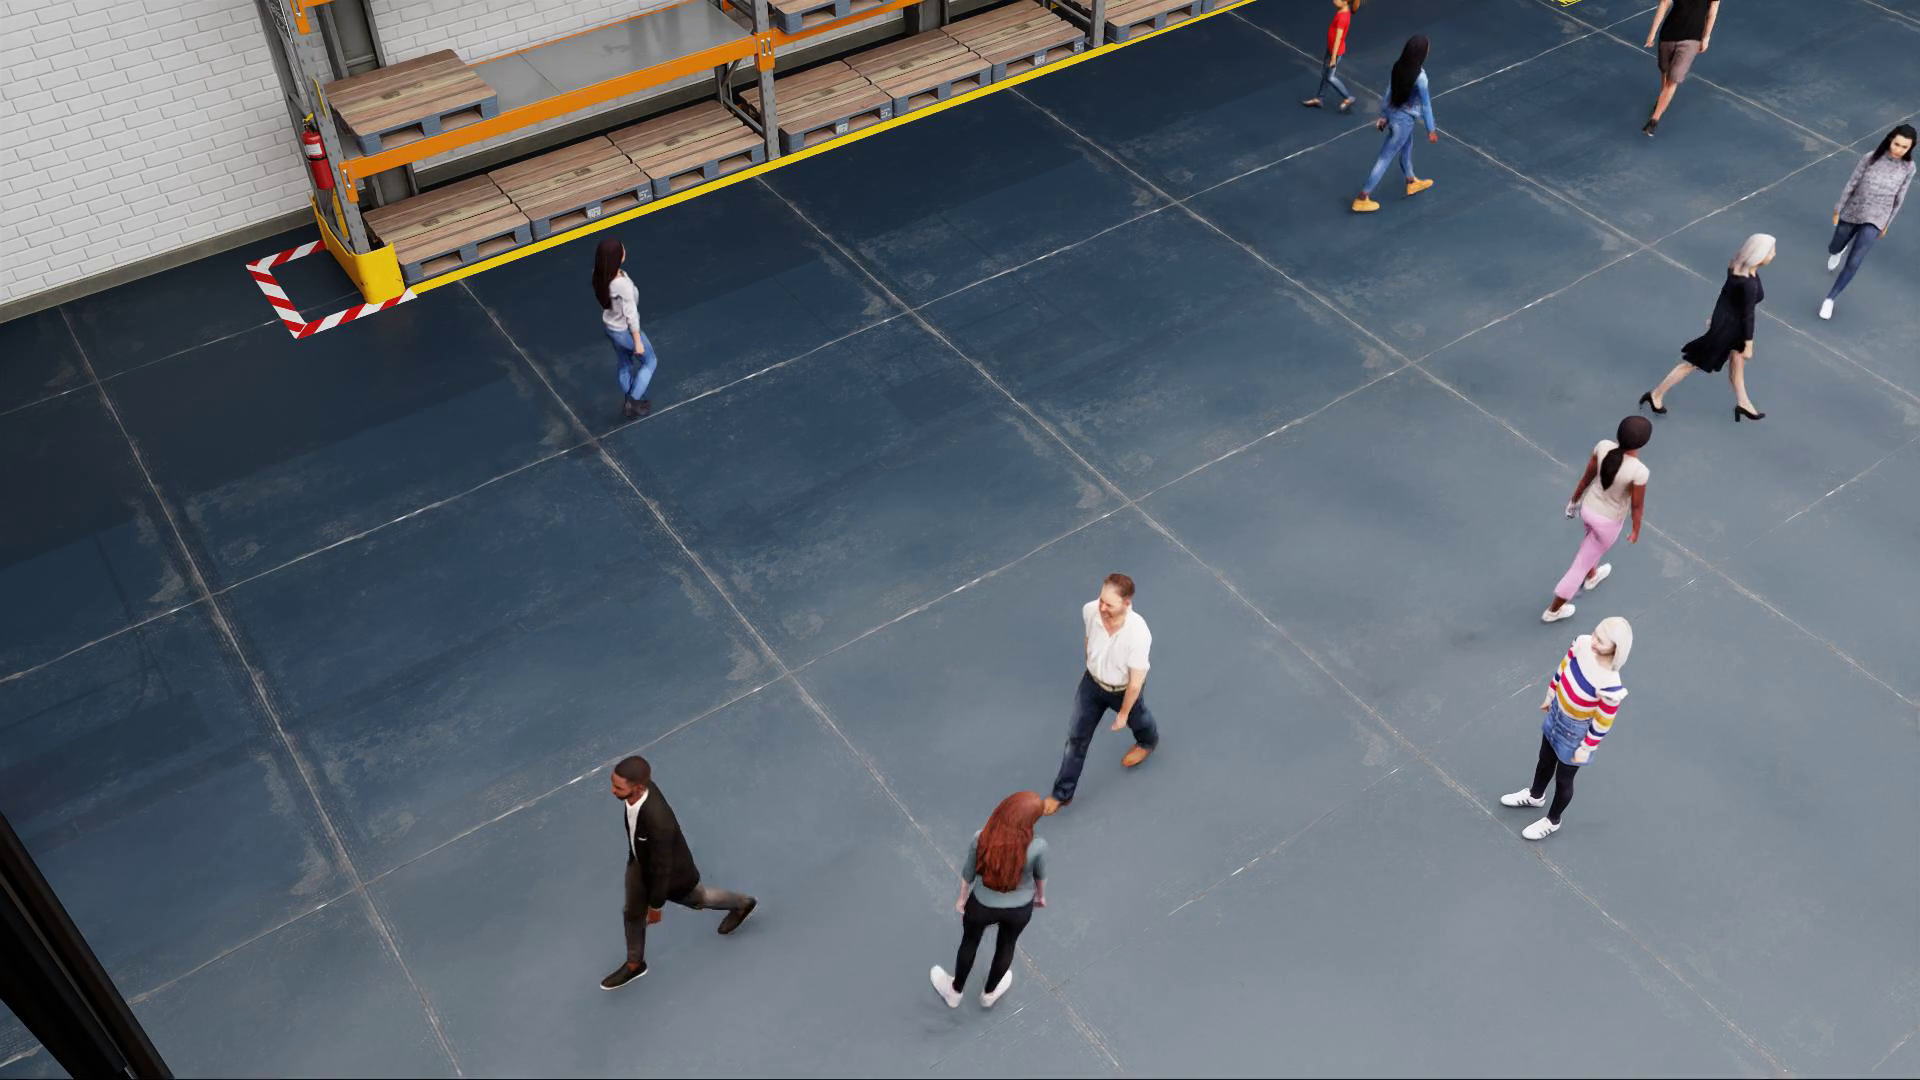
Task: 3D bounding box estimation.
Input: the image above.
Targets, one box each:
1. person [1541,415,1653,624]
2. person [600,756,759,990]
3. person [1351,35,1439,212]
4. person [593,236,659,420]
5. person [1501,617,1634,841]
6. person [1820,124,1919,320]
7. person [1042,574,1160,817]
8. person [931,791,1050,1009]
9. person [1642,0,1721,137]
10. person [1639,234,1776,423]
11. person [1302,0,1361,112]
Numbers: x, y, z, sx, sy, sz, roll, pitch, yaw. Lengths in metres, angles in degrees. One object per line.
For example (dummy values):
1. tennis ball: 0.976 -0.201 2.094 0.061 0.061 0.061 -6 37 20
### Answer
1. person: 4.212 -0.106 11.108 0.967 1.716 0.671 -21 48 -21
2. person: -1.543 1.764 9.120 1.223 1.752 0.691 -29 51 -27
3. person: 3.844 -3.676 14.886 1.162 1.674 0.844 -11 45 -11
4. person: -2.623 -1.559 12.702 0.670 1.622 0.621 34 53 31
5. person: 3.612 1.089 9.787 0.665 1.808 0.720 -9 44 -9
6. person: 7.555 -2.721 13.859 0.910 1.709 1.133 22 48 21
7. person: 1.013 0.852 10.044 1.309 1.798 0.823 -34 53 -30
8. person: 0.189 1.983 8.926 0.791 1.703 0.888 -5 44 -5
9. person: 6.981 -4.886 16.057 1.000 1.812 1.308 24 49 23
10. person: 5.732 -1.567 12.659 1.195 1.693 1.136 7 44 7
11. person: 3.738 -4.808 16.346 0.801 1.299 0.754 9 44 9
